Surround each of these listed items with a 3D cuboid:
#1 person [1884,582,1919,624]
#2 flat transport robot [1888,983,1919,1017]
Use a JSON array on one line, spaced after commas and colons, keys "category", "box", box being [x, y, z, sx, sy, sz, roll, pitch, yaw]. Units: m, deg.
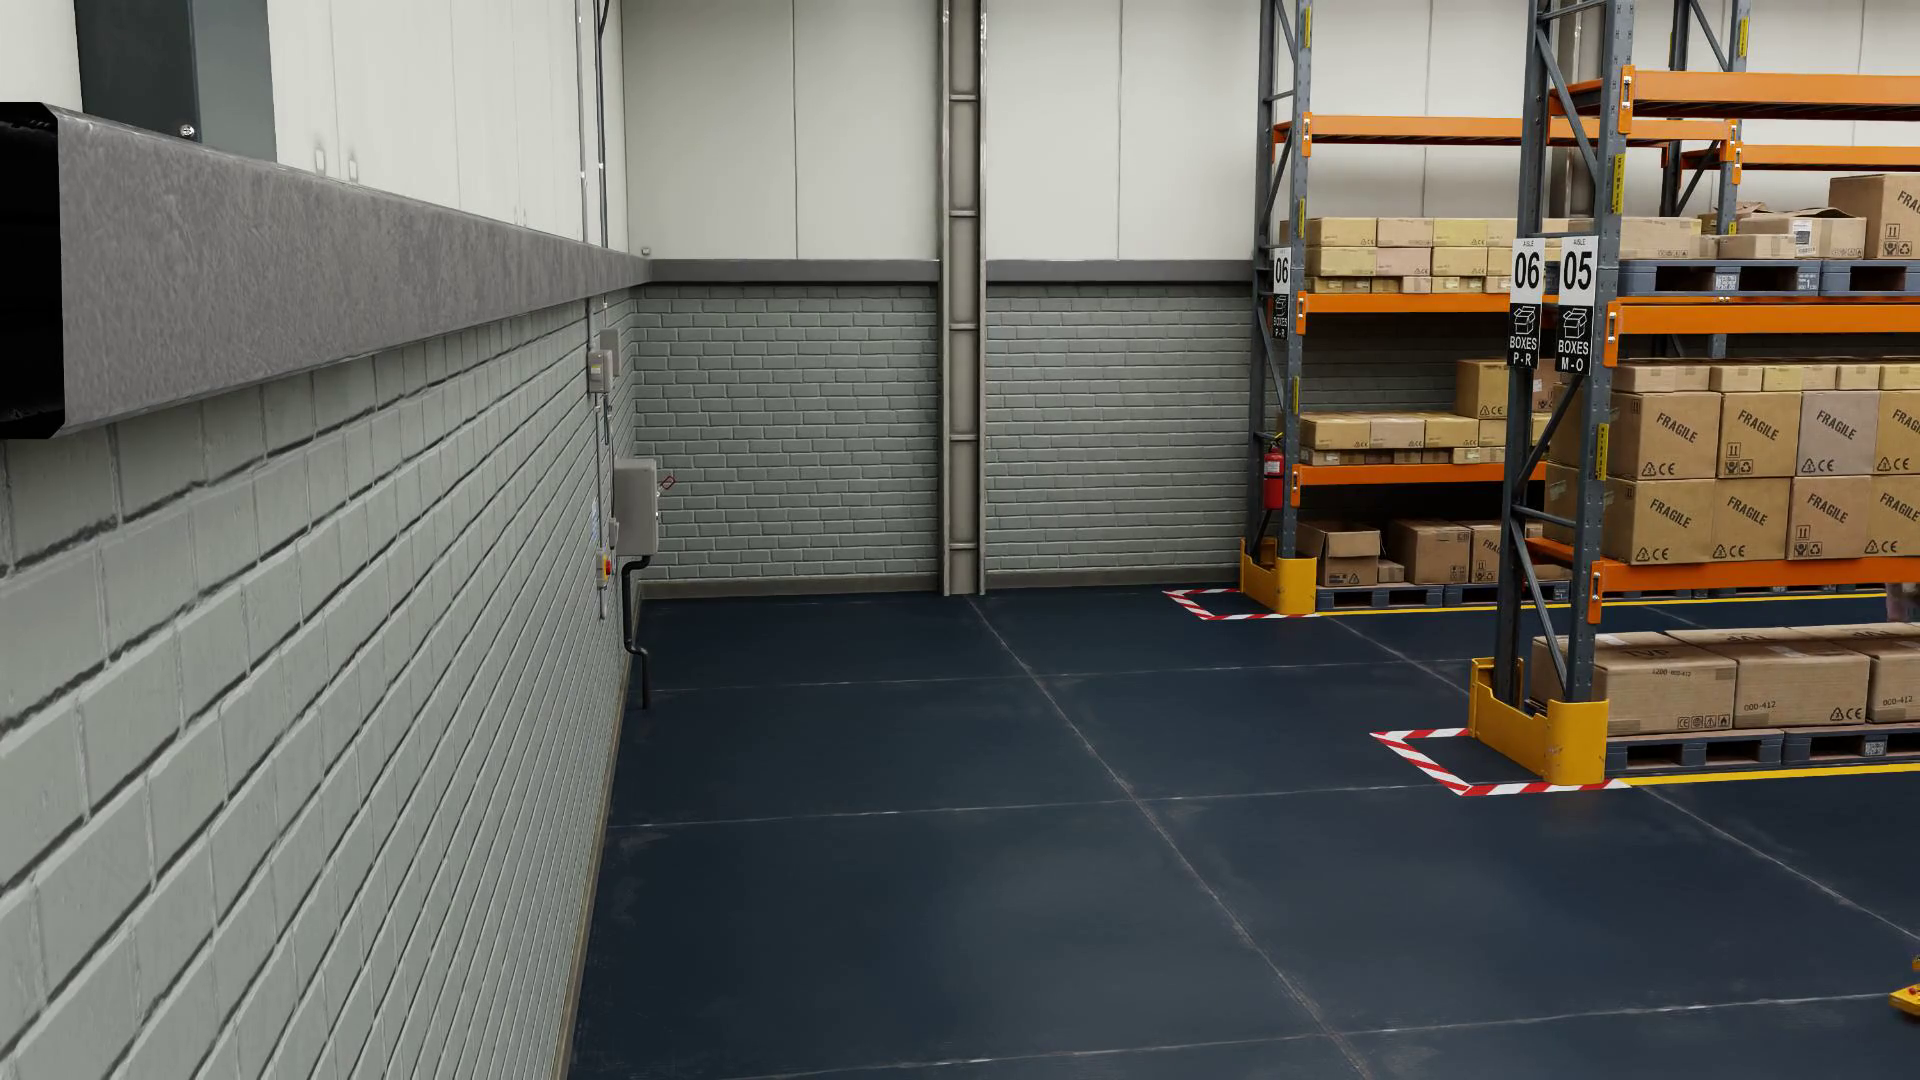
[{"category": "person", "box": [7.441, -0.042, 12.919, 0.557, 1.982, 0.610, -2, 10, -15]}, {"category": "flat transport robot", "box": [4.560, 1.802, 6.826, 1.431, 0.197, 0.652, -5, 11, -29]}]
